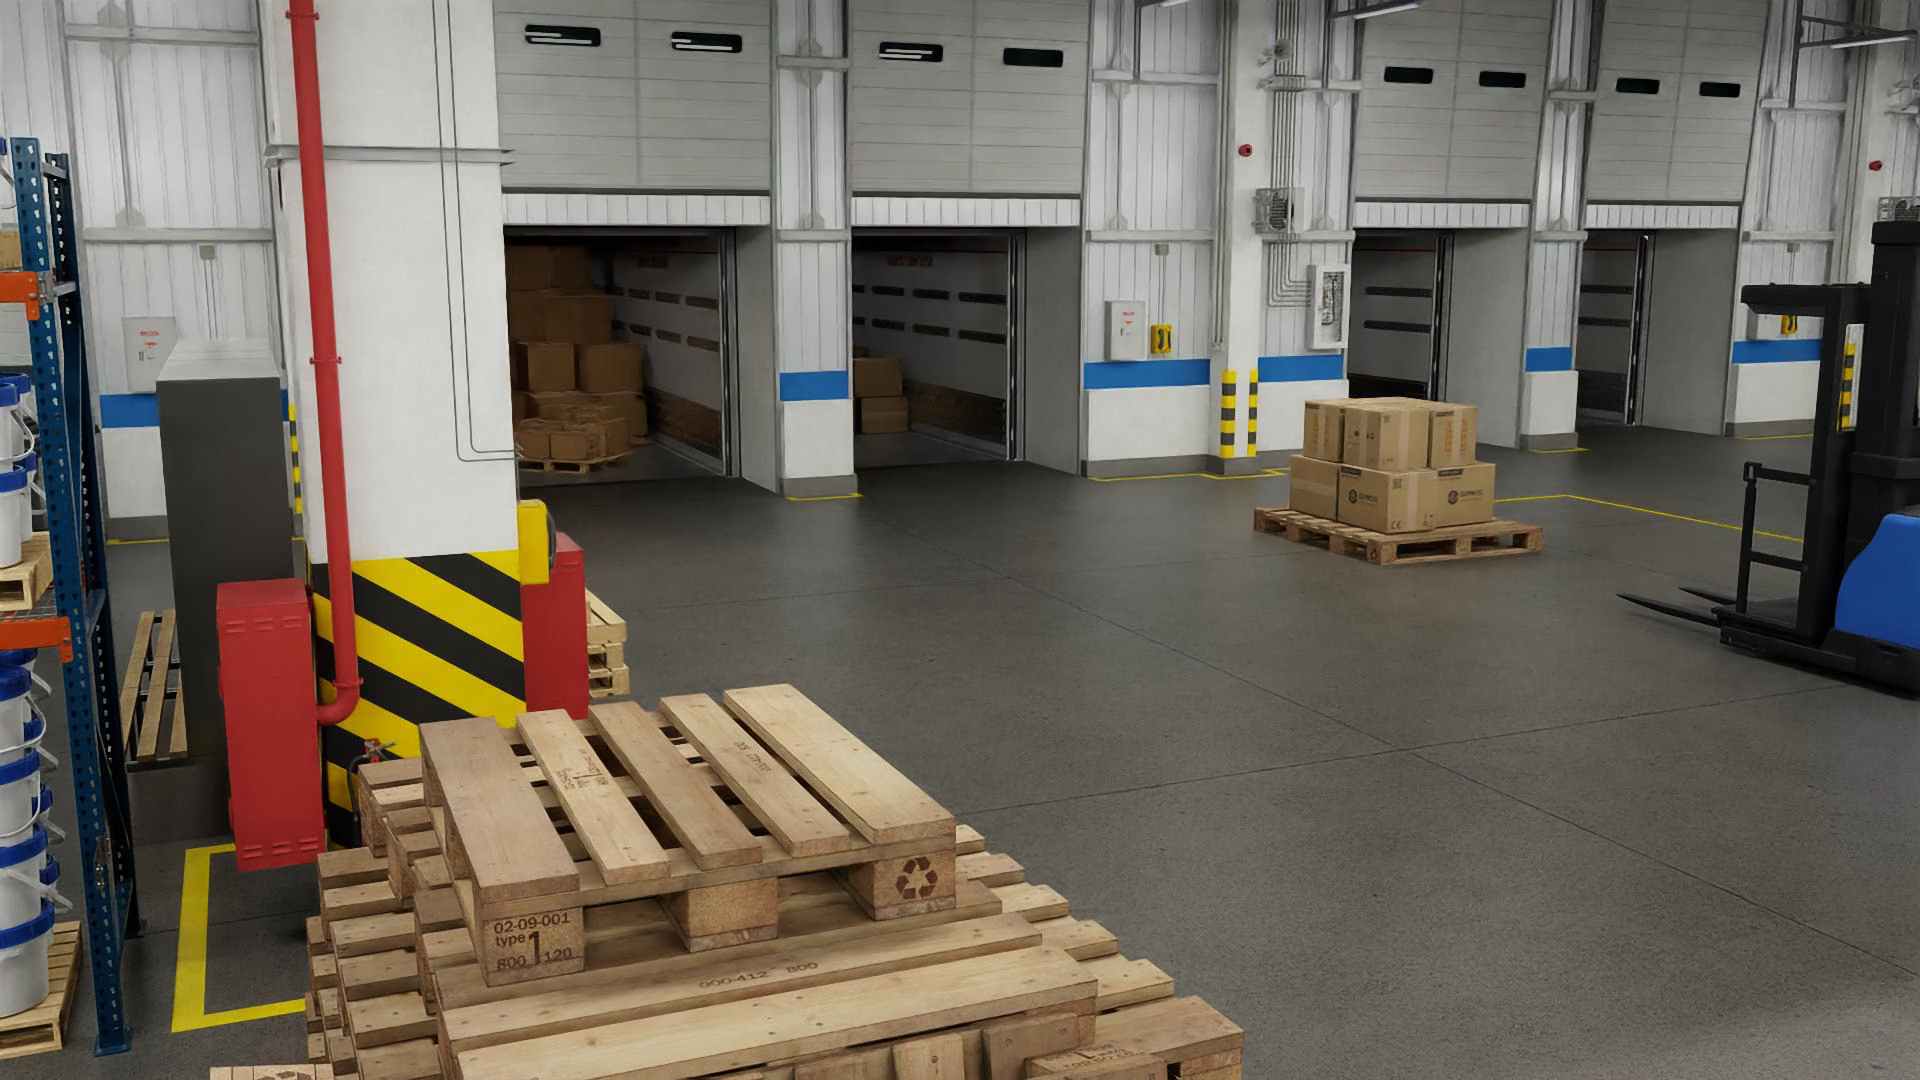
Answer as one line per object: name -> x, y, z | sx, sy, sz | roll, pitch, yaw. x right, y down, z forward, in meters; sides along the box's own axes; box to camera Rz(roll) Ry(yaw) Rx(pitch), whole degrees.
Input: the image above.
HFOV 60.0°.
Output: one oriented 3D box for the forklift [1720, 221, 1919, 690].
forklift -> 5.949, -0.550, 10.218 | 1.129, 2.768, 1.873 | -4, 11, -23
